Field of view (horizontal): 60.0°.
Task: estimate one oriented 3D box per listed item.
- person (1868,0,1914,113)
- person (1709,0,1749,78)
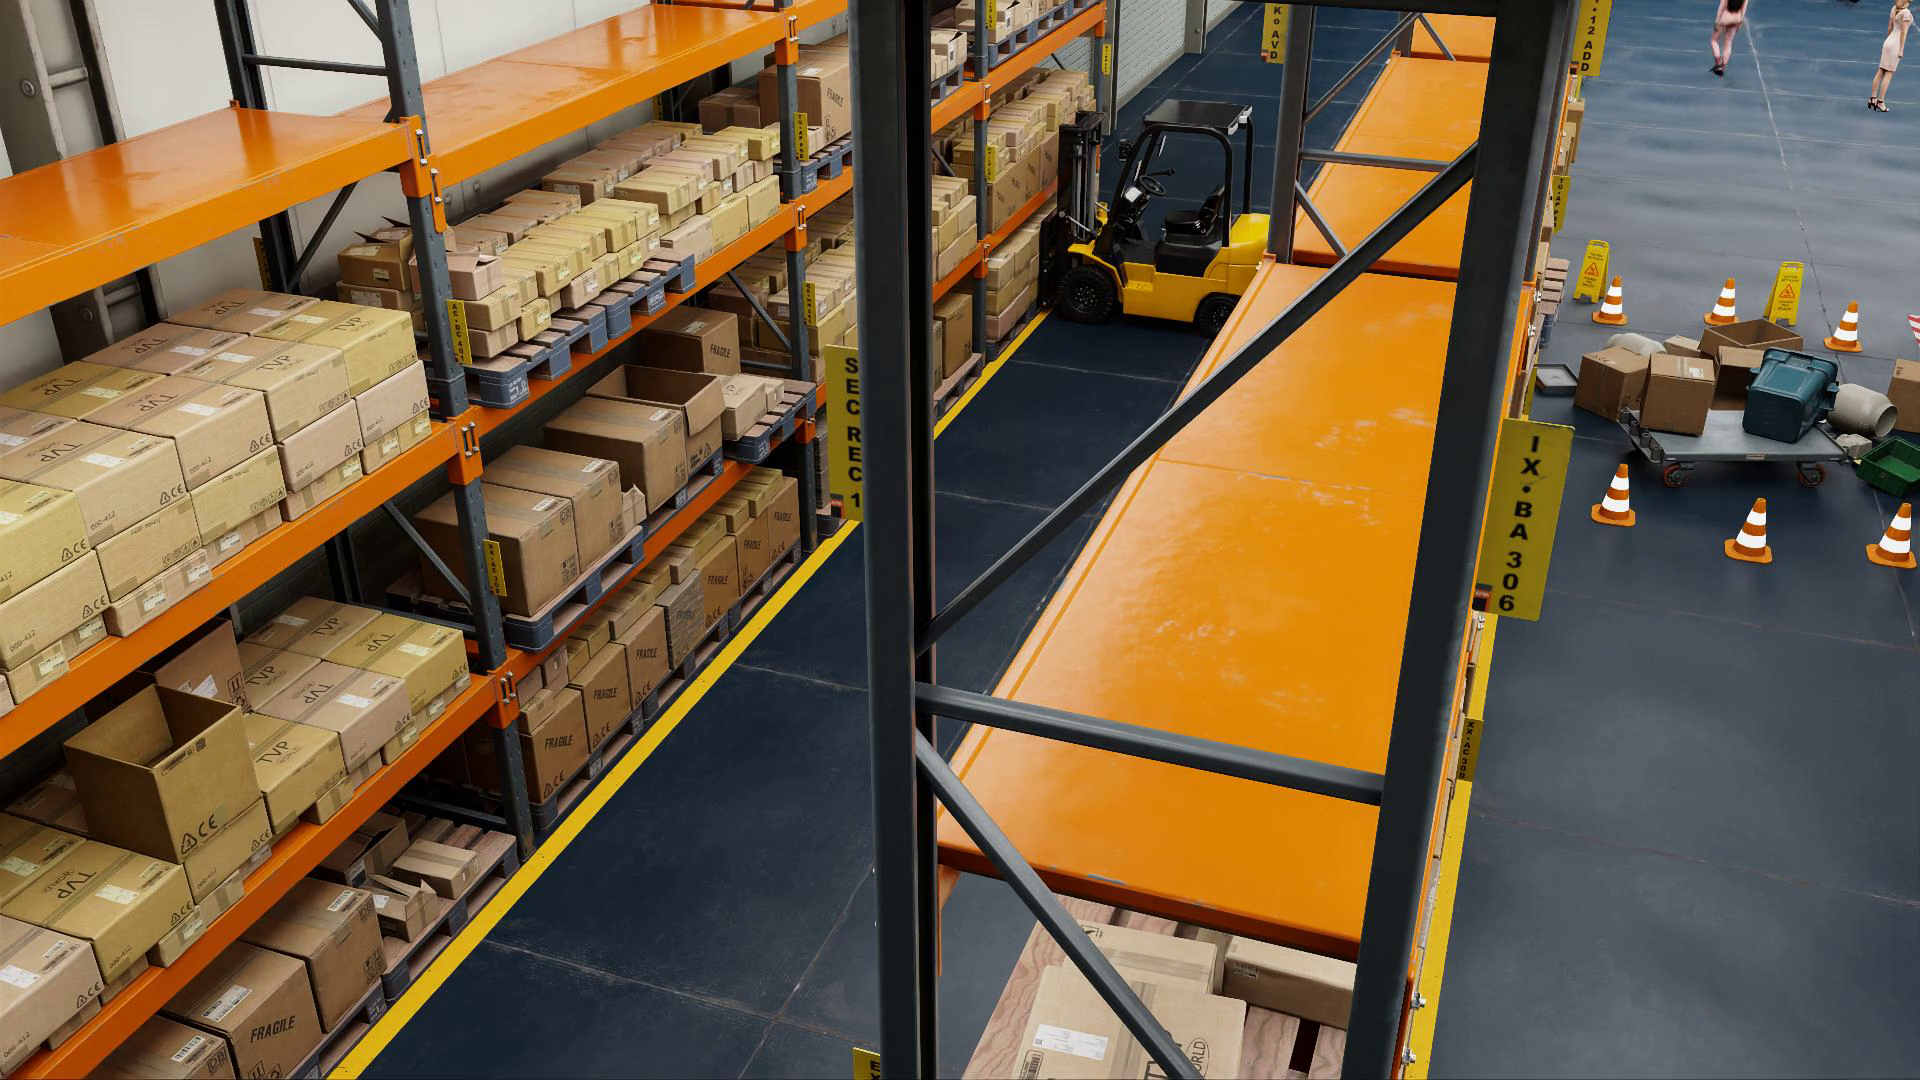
[{"bbox_3d":[14.129,-7.451,25.212,0.694,1.831,0.559,-1,28,-2],"label":"person"},{"bbox_3d":[12.602,-8.435,27.190,0.731,1.708,0.733,-1,28,-2],"label":"person"}]
